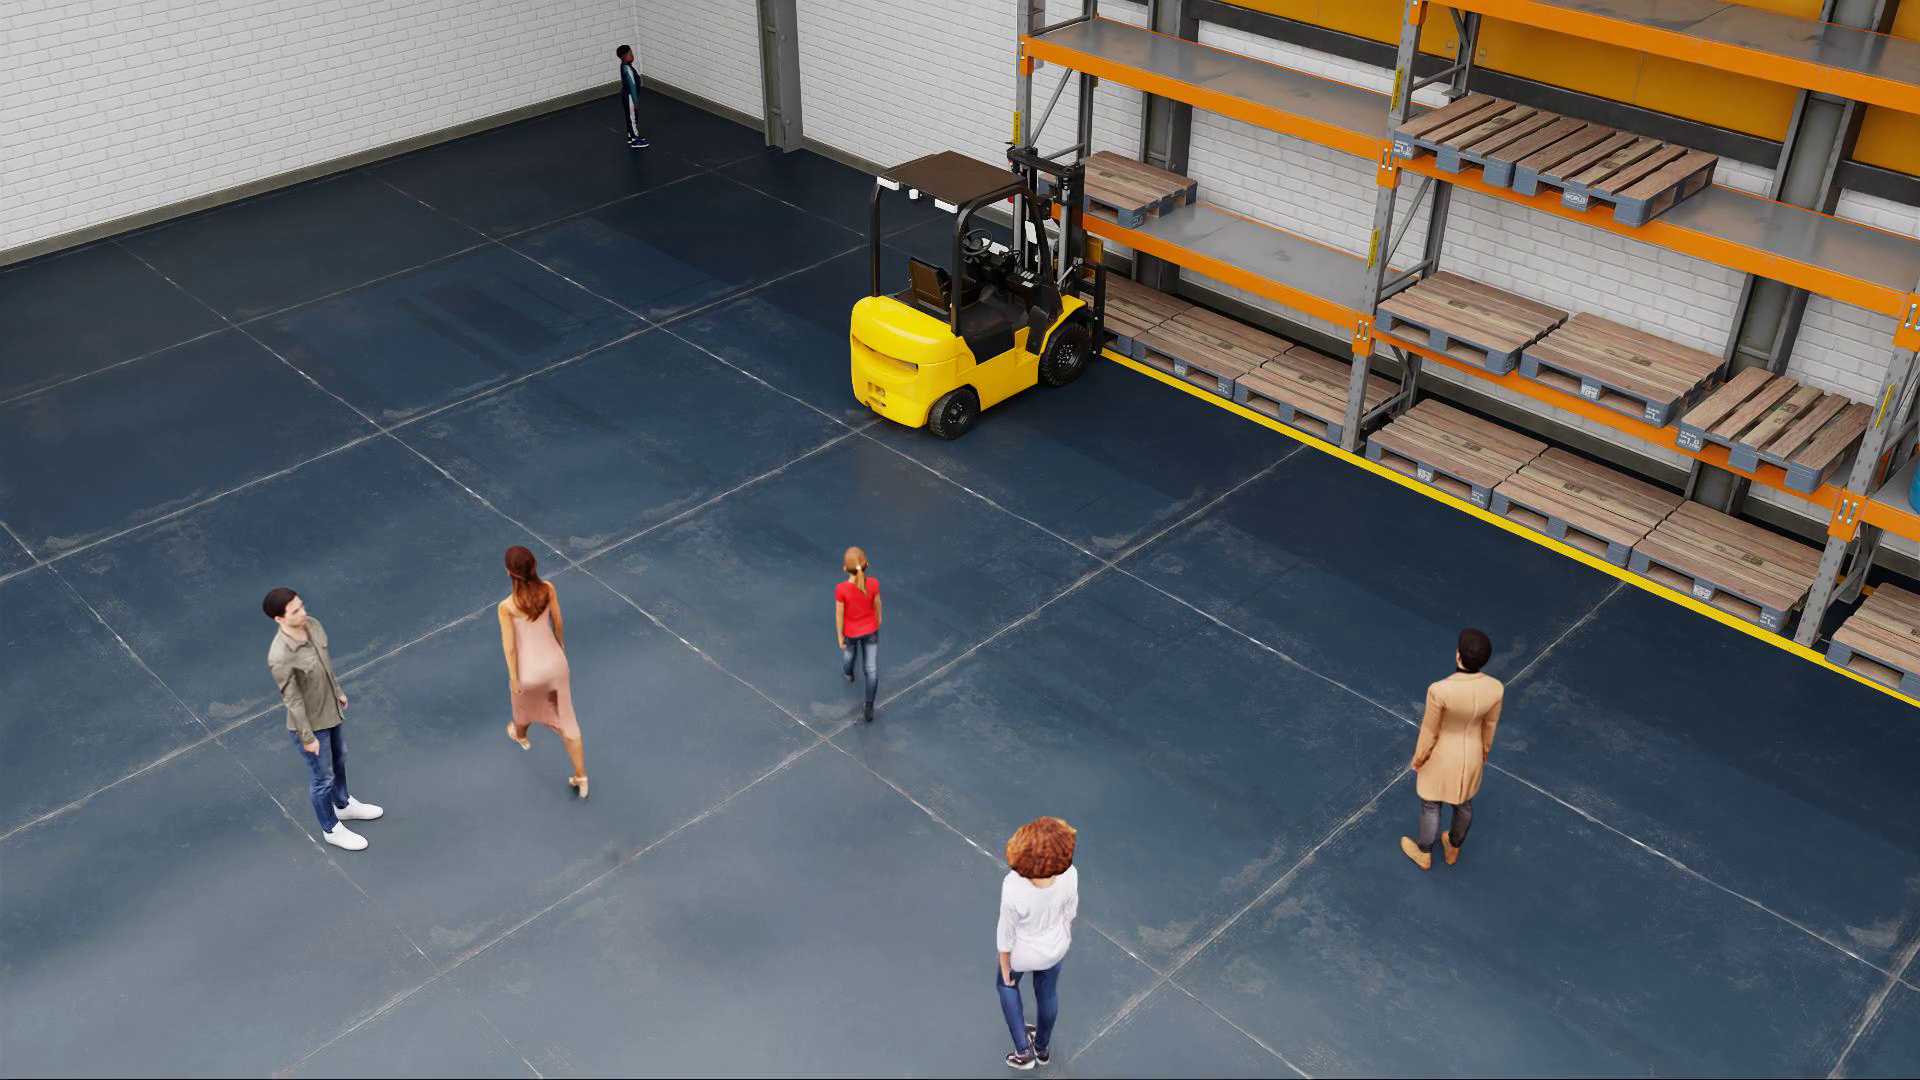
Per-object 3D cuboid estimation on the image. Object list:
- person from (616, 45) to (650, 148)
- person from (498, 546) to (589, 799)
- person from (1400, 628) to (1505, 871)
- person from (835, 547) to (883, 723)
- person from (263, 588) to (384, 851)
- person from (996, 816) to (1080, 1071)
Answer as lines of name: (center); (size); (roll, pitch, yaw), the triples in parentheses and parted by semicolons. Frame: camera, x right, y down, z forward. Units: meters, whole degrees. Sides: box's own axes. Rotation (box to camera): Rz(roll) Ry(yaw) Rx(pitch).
person: (-4.097, -5.529, 20.661); (0.623, 1.256, 0.518); (-12, 35, -17)
person: (-2.612, 0.879, 10.544); (0.672, 1.785, 1.112); (-25, 41, -33)
person: (2.970, 1.276, 9.999); (0.764, 1.726, 0.806); (-5, 34, -7)
person: (-0.665, 0.662, 11.322); (0.780, 1.283, 0.911); (-5, 34, -8)
person: (-3.954, 1.074, 10.177); (0.830, 1.865, 0.787); (2, 34, 3)
person: (0.426, 2.170, 8.682); (0.773, 1.695, 0.815); (-10, 35, -15)
